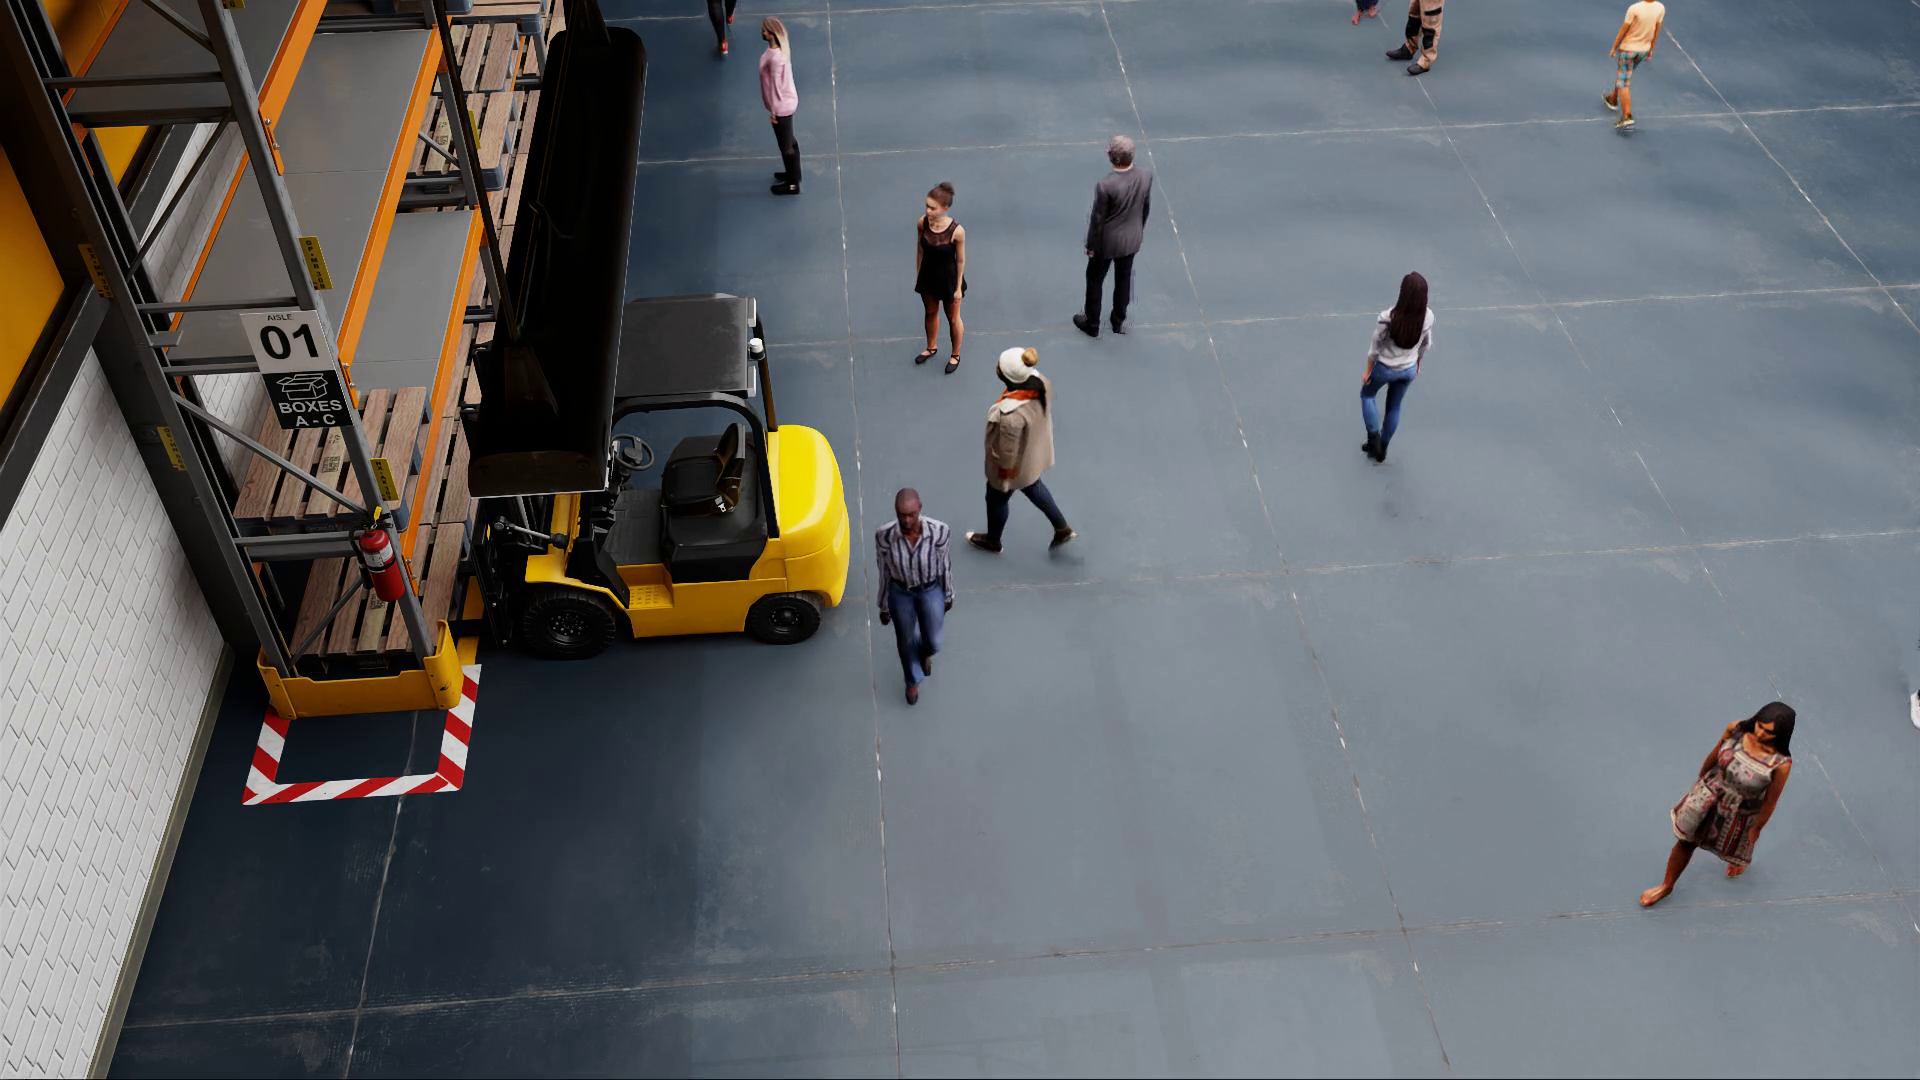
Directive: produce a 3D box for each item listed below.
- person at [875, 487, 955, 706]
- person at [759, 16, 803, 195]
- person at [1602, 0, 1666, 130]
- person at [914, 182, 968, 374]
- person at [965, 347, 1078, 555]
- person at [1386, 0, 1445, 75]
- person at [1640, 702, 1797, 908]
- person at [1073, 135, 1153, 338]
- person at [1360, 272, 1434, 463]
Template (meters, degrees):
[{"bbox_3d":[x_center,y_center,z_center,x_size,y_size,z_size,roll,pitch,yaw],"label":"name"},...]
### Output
[{"bbox_3d":[-0.294,0.303,10.516,0.648,1.781,0.652,-3,44,-3],"label":"person"},{"bbox_3d":[-1.593,-3.933,15.032,0.658,1.685,0.495,-1,44,-1],"label":"person"},{"bbox_3d":[6.504,-4.666,15.980,0.587,1.439,0.987,-8,44,-8],"label":"person"},{"bbox_3d":[-0.144,-2.068,13.079,0.680,1.677,0.716,21,47,20],"label":"person"},{"bbox_3d":[0.471,-0.592,11.391,1.110,1.870,1.099,22,48,22],"label":"person"},{"bbox_3d":[4.725,-5.616,16.681,0.849,1.846,0.745,-15,46,-16],"label":"person"},{"bbox_3d":[4.402,1.468,9.405,0.985,1.626,1.030,-24,48,-23],"label":"person"},{"bbox_3d":[1.244,-2.437,13.352,0.853,1.835,0.814,-14,45,-14],"label":"person"},{"bbox_3d":[3.213,-1.202,12.213,0.645,1.619,0.578,-6,44,-6],"label":"person"}]
